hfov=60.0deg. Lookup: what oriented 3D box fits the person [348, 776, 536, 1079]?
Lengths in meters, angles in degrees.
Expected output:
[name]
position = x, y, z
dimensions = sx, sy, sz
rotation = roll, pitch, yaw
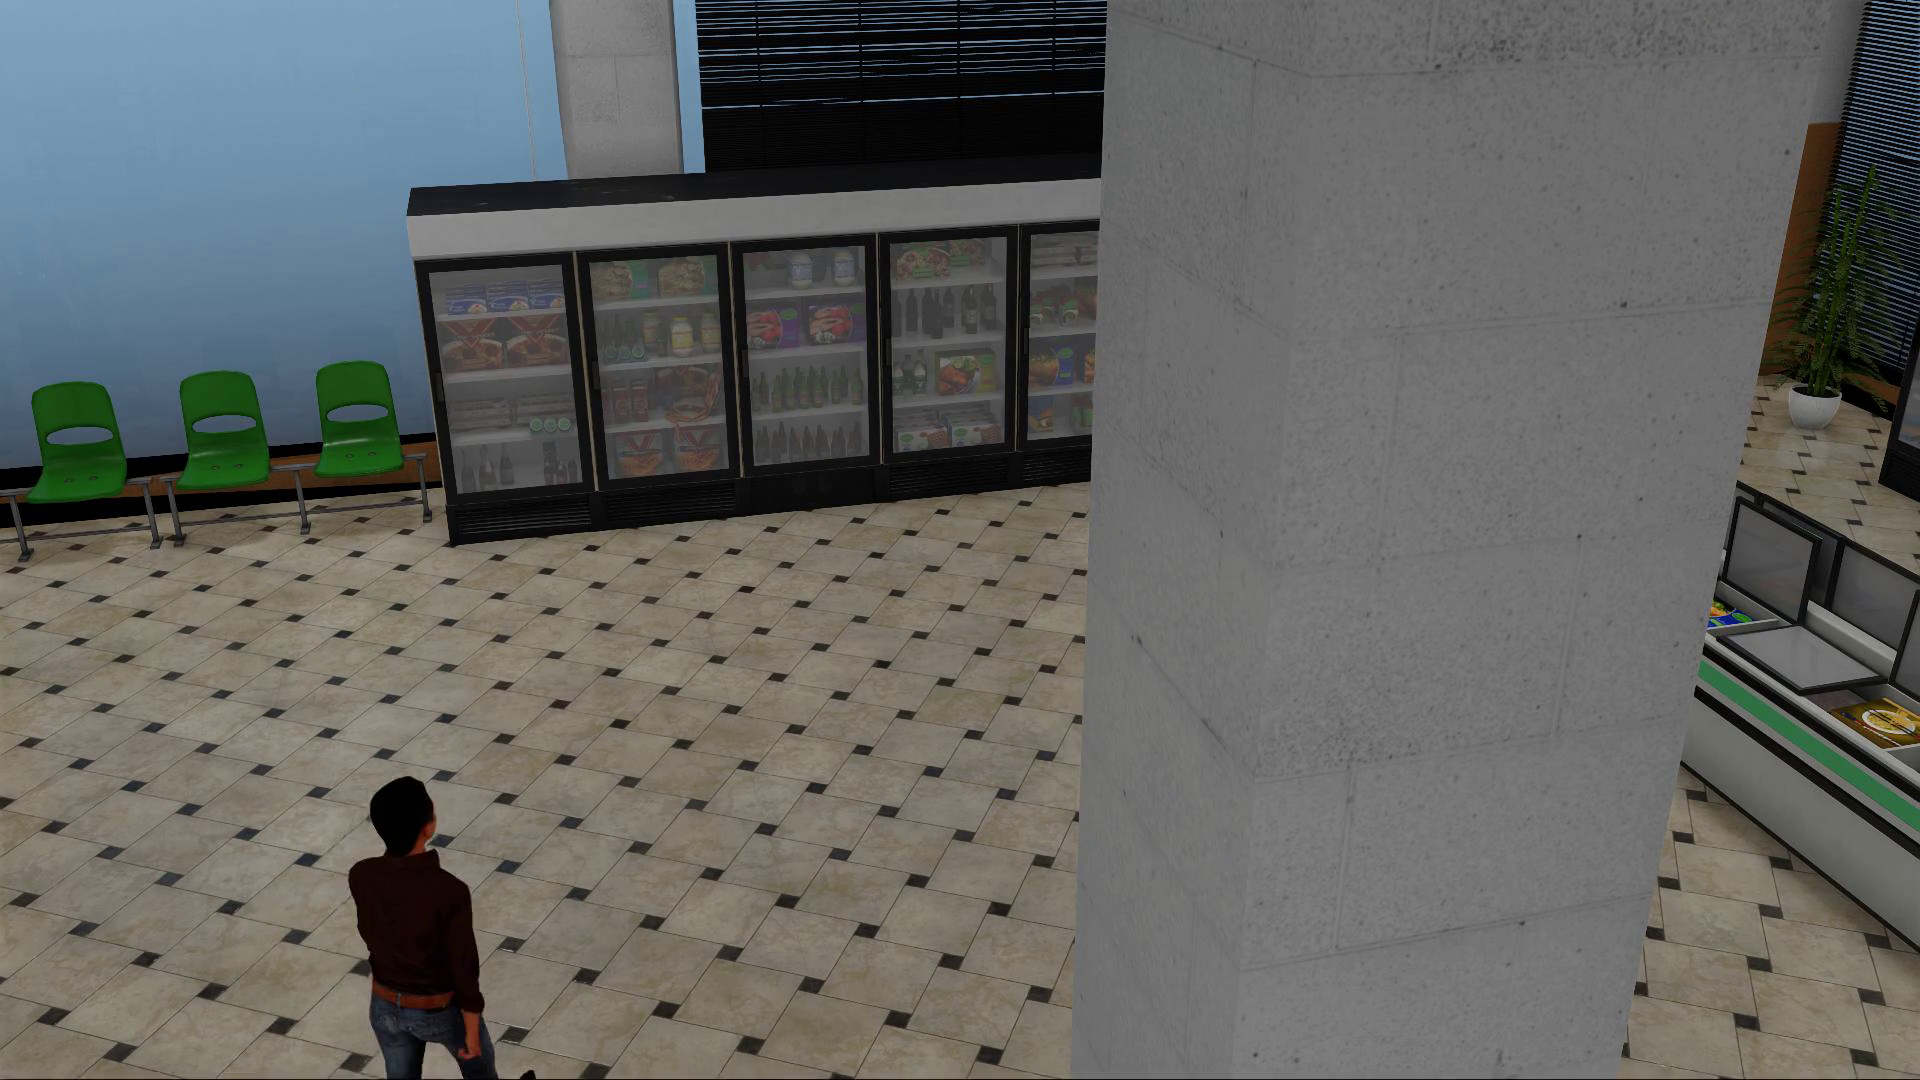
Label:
[person]
position = -1.871, 1.665, 5.645
dimensions = 0.973, 1.727, 1.209
rotation = 4, 24, 10
